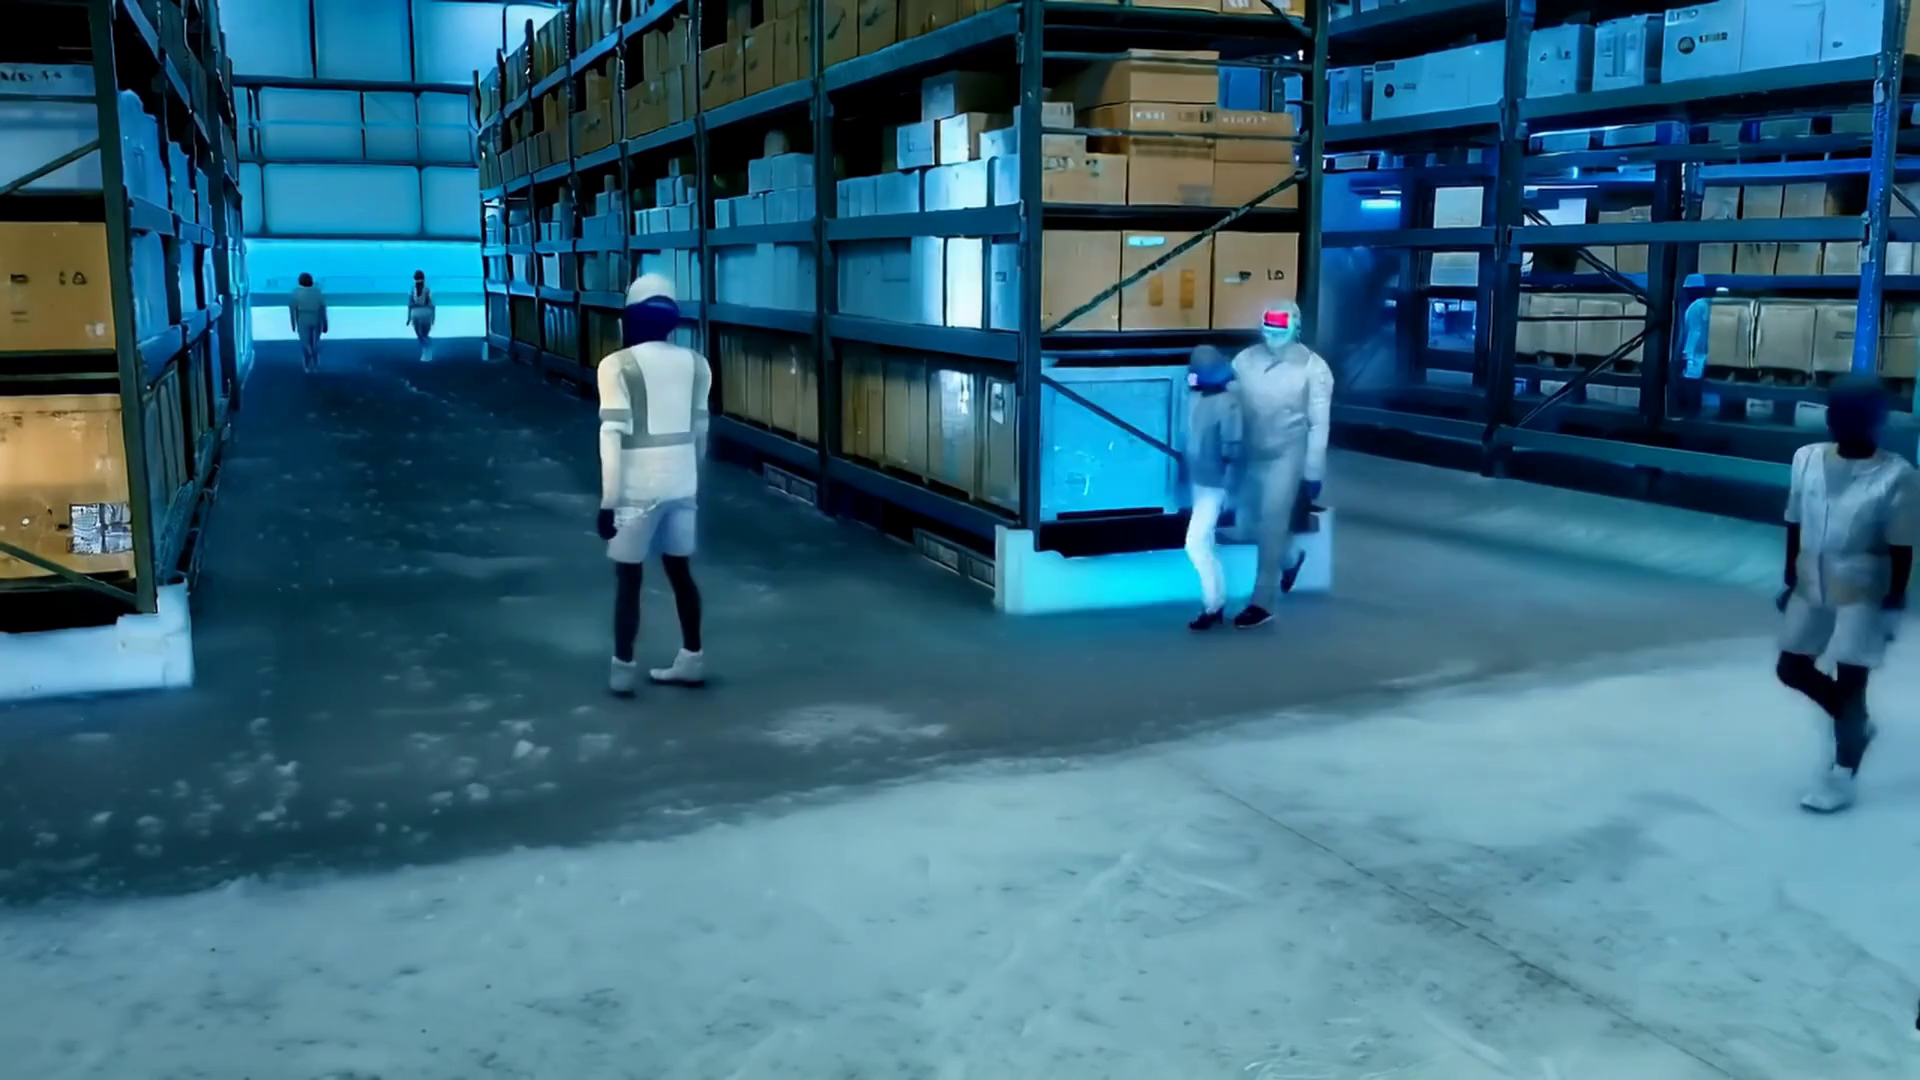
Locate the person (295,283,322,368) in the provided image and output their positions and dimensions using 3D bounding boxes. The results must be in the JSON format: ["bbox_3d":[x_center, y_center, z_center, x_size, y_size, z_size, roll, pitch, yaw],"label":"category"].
[{"bbox_3d":[-12.630,-4.166,32.290,0.489,1.723,0.708,-6,11,-32],"label":"person"}]

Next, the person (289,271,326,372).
[{"bbox_3d":[-12.265,-4.092,31.303,0.654,1.910,0.825,-4,10,-21],"label":"person"}]

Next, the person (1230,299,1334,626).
[{"bbox_3d":[1.857,-0.460,9.642,0.731,1.872,0.698,-9,13,-43],"label":"person"}]

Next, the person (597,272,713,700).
[{"bbox_3d":[-1.471,-0.258,7.967,0.629,2.036,0.404,-8,13,-41],"label":"person"}]

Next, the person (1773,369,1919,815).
[{"bbox_3d":[3.381,0.190,6.280,0.474,1.679,0.549,-5,11,-25],"label":"person"}]

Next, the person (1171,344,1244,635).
[{"bbox_3d":[1.347,-0.274,9.257,0.474,1.616,0.534,-3,10,-20],"label":"person"}]

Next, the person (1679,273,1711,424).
[{"bbox_3d":[9.113,-2.344,20.720,0.362,1.938,0.545,7,12,36],"label":"person"}]

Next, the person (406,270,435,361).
[{"bbox_3d":[-11.304,-4.684,34.813,0.546,1.910,0.605,1,10,8],"label":"person"}]
